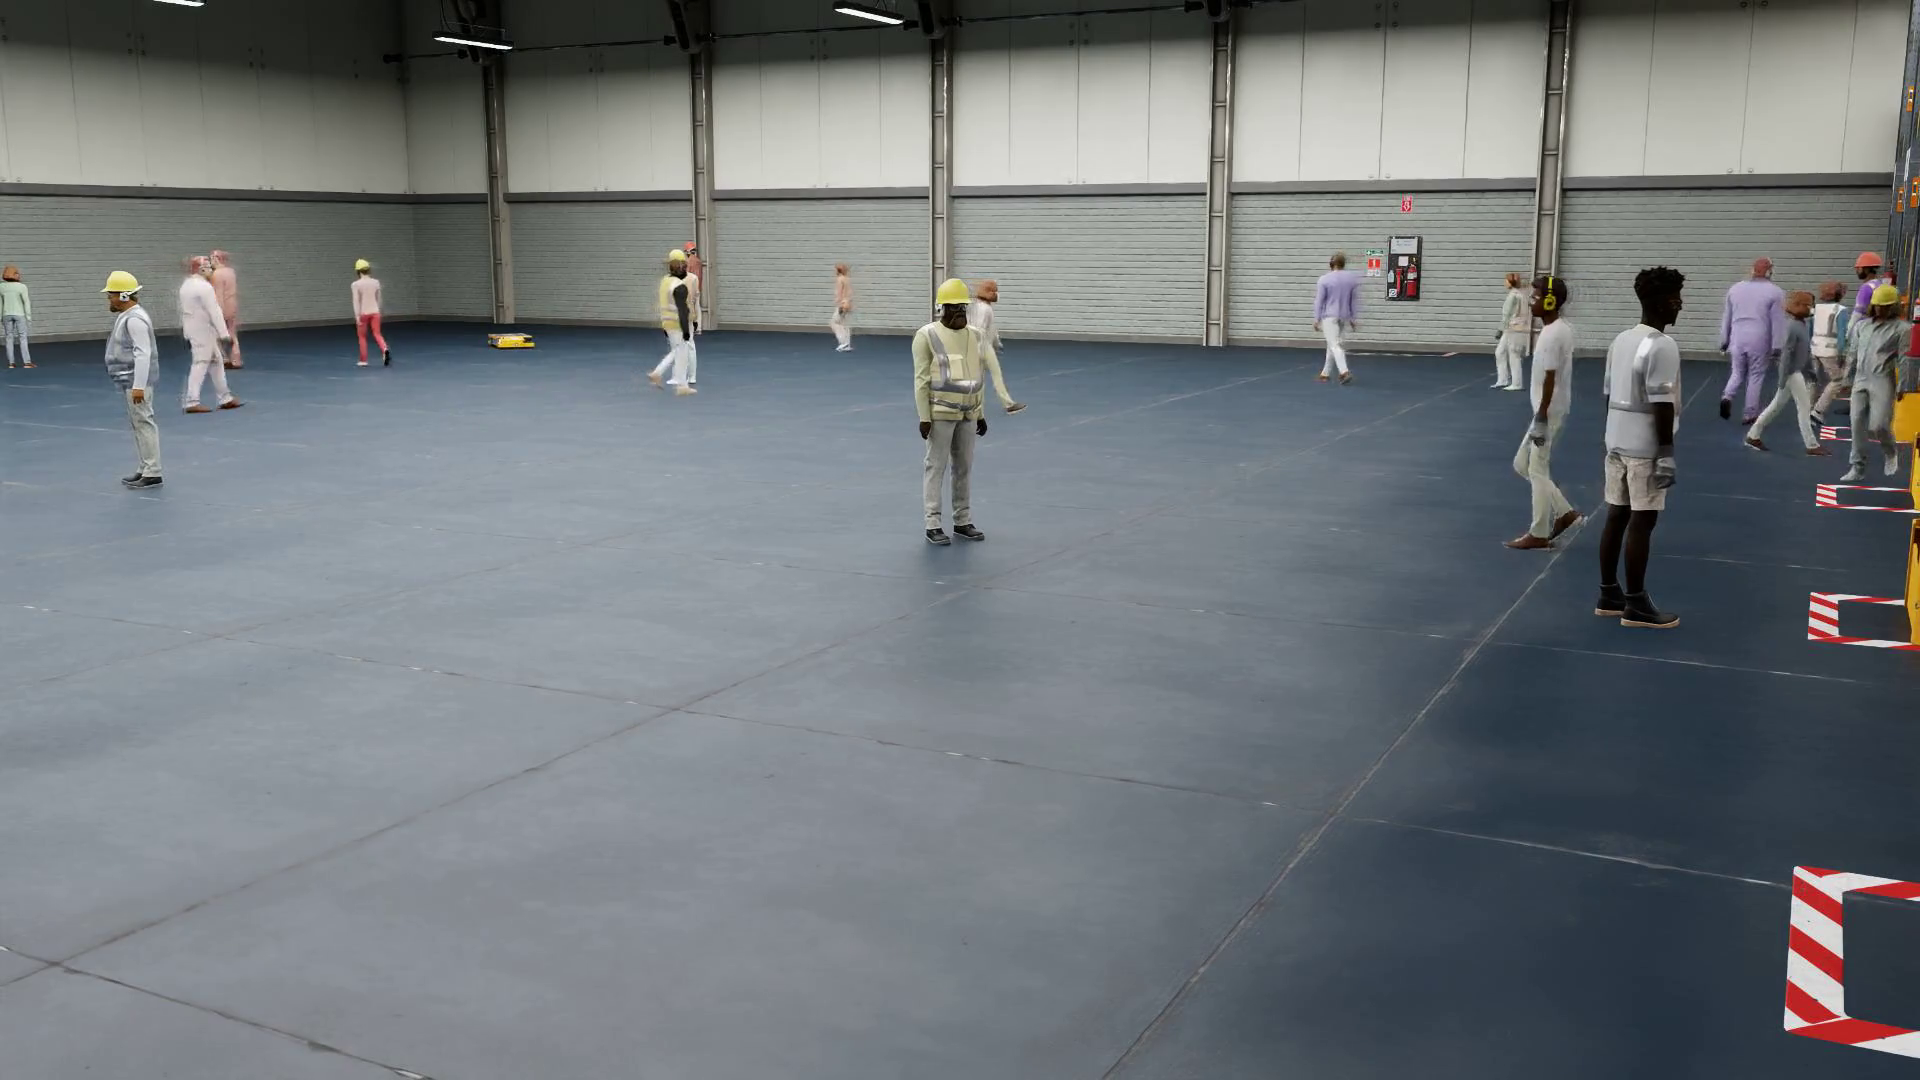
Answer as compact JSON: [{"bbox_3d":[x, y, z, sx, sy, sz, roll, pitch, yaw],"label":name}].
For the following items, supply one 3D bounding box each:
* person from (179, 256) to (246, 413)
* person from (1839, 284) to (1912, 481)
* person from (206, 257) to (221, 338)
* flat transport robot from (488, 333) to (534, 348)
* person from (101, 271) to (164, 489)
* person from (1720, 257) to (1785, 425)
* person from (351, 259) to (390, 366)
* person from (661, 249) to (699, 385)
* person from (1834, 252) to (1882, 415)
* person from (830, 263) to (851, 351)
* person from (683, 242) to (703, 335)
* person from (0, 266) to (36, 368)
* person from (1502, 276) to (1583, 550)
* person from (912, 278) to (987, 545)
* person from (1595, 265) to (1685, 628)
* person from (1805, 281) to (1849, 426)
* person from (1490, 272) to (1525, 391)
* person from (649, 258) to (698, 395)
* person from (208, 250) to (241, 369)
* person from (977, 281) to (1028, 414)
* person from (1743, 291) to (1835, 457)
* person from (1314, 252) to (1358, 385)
[{"bbox_3d":[-9.048,-2.482,20.135,0.879,1.875,0.660,-9,14,-40],"label":"person"},{"bbox_3d":[7.908,-1.345,14.356,0.455,1.722,0.499,-6,12,-31],"label":"person"},{"bbox_3d":[-15.146,-4.891,33.747,0.552,1.683,0.415,-3,11,-14],"label":"person"},{"bbox_3d":[-8.600,-3.822,31.805,0.652,0.197,1.431,-5,11,-23],"label":"flat transport robot"},{"bbox_3d":[-6.976,-1.345,14.034,0.403,1.831,0.597,-6,12,-30],"label":"person"},{"bbox_3d":[8.894,-2.229,18.714,0.513,1.887,0.692,-8,13,-38],"label":"person"},{"bbox_3d":[-9.581,-3.677,26.976,0.700,1.745,0.529,9,14,42],"label":"person"},{"bbox_3d":[-4.001,-3.179,23.773,0.587,1.929,0.360,-8,13,-38],"label":"person"},{"bbox_3d":[10.663,-2.430,19.696,0.416,1.931,0.562,9,14,40],"label":"person"},{"bbox_3d":[-2.187,-4.260,30.488,0.404,1.622,0.548,2,11,8],"label":"person"},{"bbox_3d":[-5.748,-5.392,35.700,0.398,1.986,0.618,5,12,25],"label":"person"},{"bbox_3d":[-15.246,-3.589,26.816,0.501,1.632,0.280,-1,10,-5],"label":"person"},{"bbox_3d":[3.936,-0.843,11.218,0.413,1.860,0.543,4,11,21],"label":"person"},{"bbox_3d":[-0.049,-0.889,11.549,0.590,1.833,0.404,-8,13,-38],"label":"person"},{"bbox_3d":[3.742,-0.512,9.125,0.374,1.966,0.608,-1,10,-4],"label":"person"},{"bbox_3d":[9.580,-2.052,18.443,0.404,1.620,0.618,-3,11,-17],"label":"person"},{"bbox_3d":[7.525,-2.864,22.893,0.565,1.617,0.517,4,11,21],"label":"person"},{"bbox_3d":[-3.821,-2.845,22.225,0.530,1.828,0.636,-6,12,-29],"label":"person"},{"bbox_3d":[-11.768,-3.640,26.402,0.609,1.885,0.672,0,10,-3],"label":"person"},{"bbox_3d":[0.352,-2.287,19.839,0.875,1.587,0.515,0,10,0],"label":"person"},{"bbox_3d":[8.123,-1.630,16.245,0.840,1.594,0.512,7,13,35],"label":"person"},{"bbox_3d":[5.417,-3.189,23.916,0.640,1.899,0.982,-4,11,-20],"label":"person"}]
